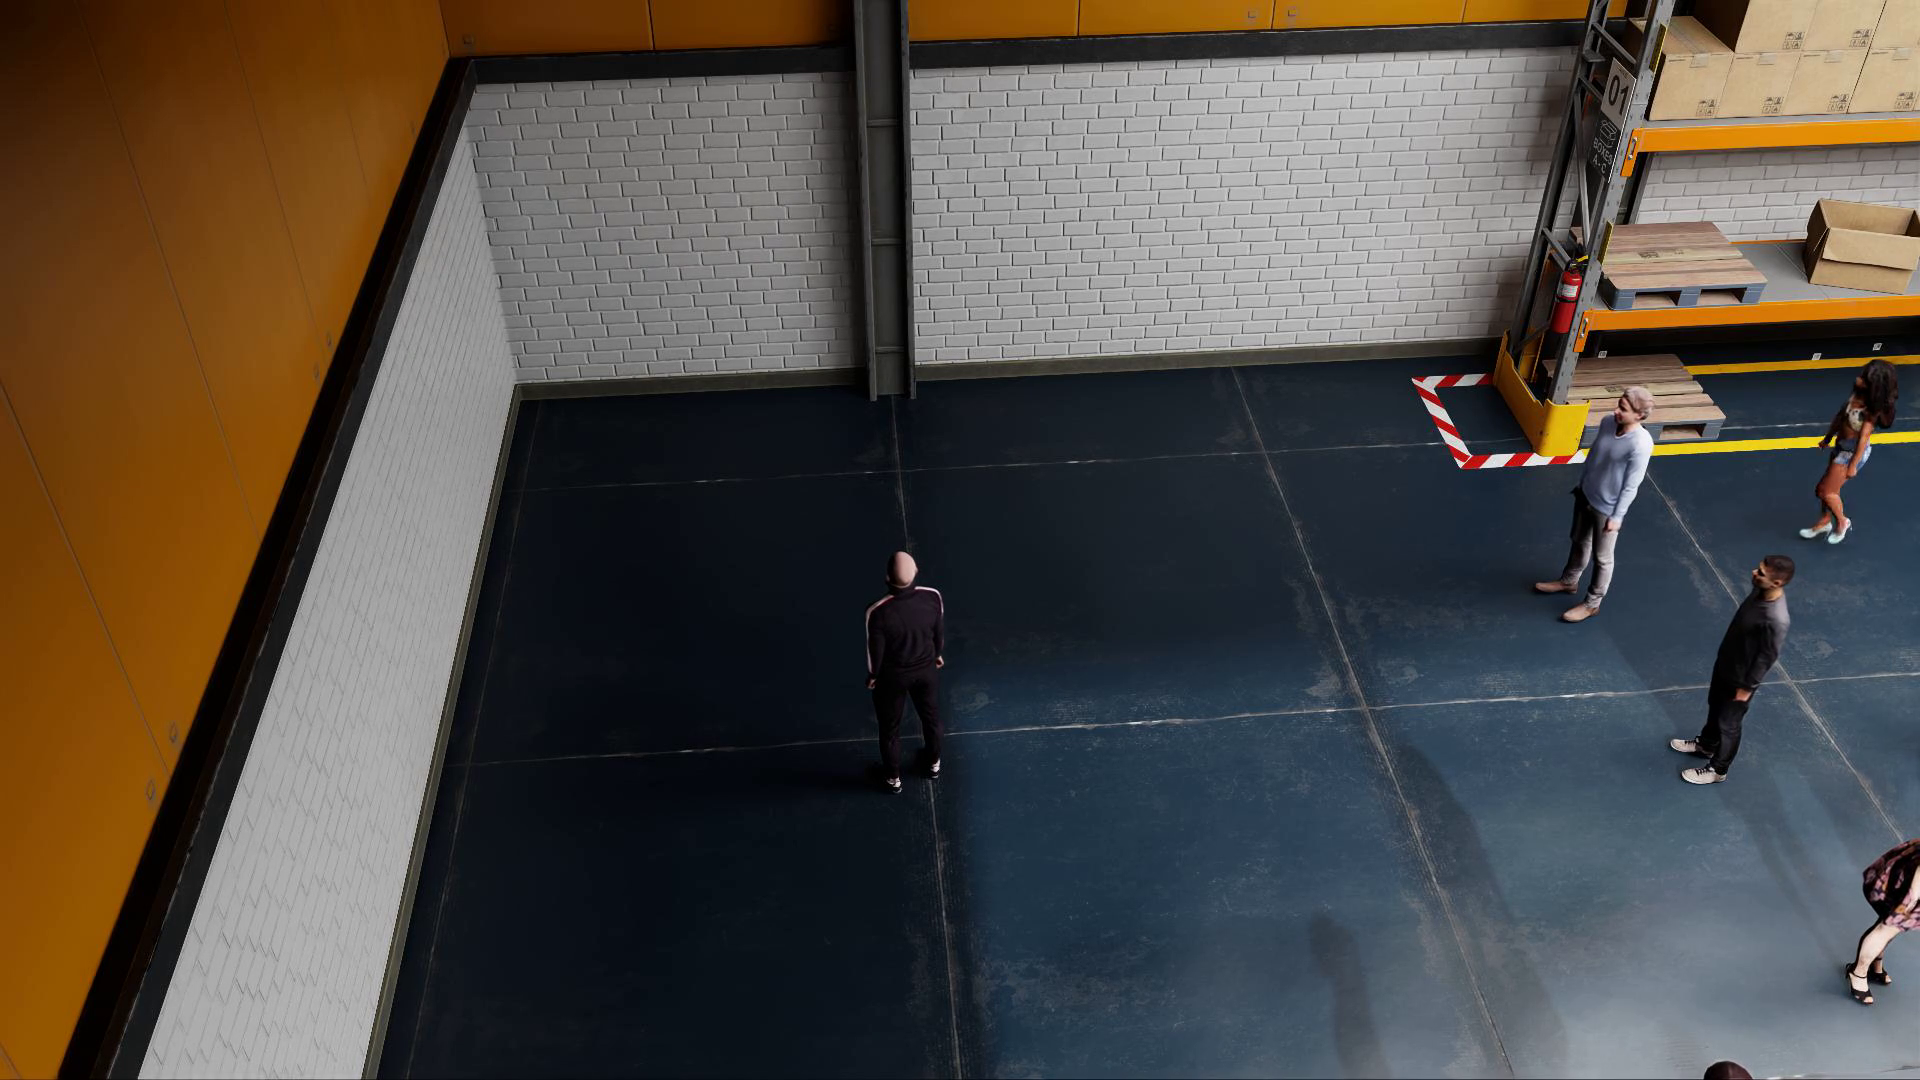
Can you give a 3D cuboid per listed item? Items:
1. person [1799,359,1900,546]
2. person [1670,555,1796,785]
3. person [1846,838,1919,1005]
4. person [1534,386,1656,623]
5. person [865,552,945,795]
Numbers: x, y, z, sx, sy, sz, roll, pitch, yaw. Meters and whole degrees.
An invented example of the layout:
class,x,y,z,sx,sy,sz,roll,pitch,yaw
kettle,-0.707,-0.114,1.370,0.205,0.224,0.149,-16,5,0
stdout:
class,x,y,z,sx,sy,sz,roll,pitch,yaw
person,6.593,-0.622,12.206,0.680,1.616,0.644,7,39,8
person,4.843,0.794,10.317,0.587,1.760,0.658,4,39,5
person,5.204,1.843,8.992,0.774,1.774,0.855,-24,45,-27
person,4.474,-0.275,11.548,0.642,1.894,0.694,-10,40,-12
person,-0.329,0.816,10.227,0.647,1.837,0.803,-17,42,-20
